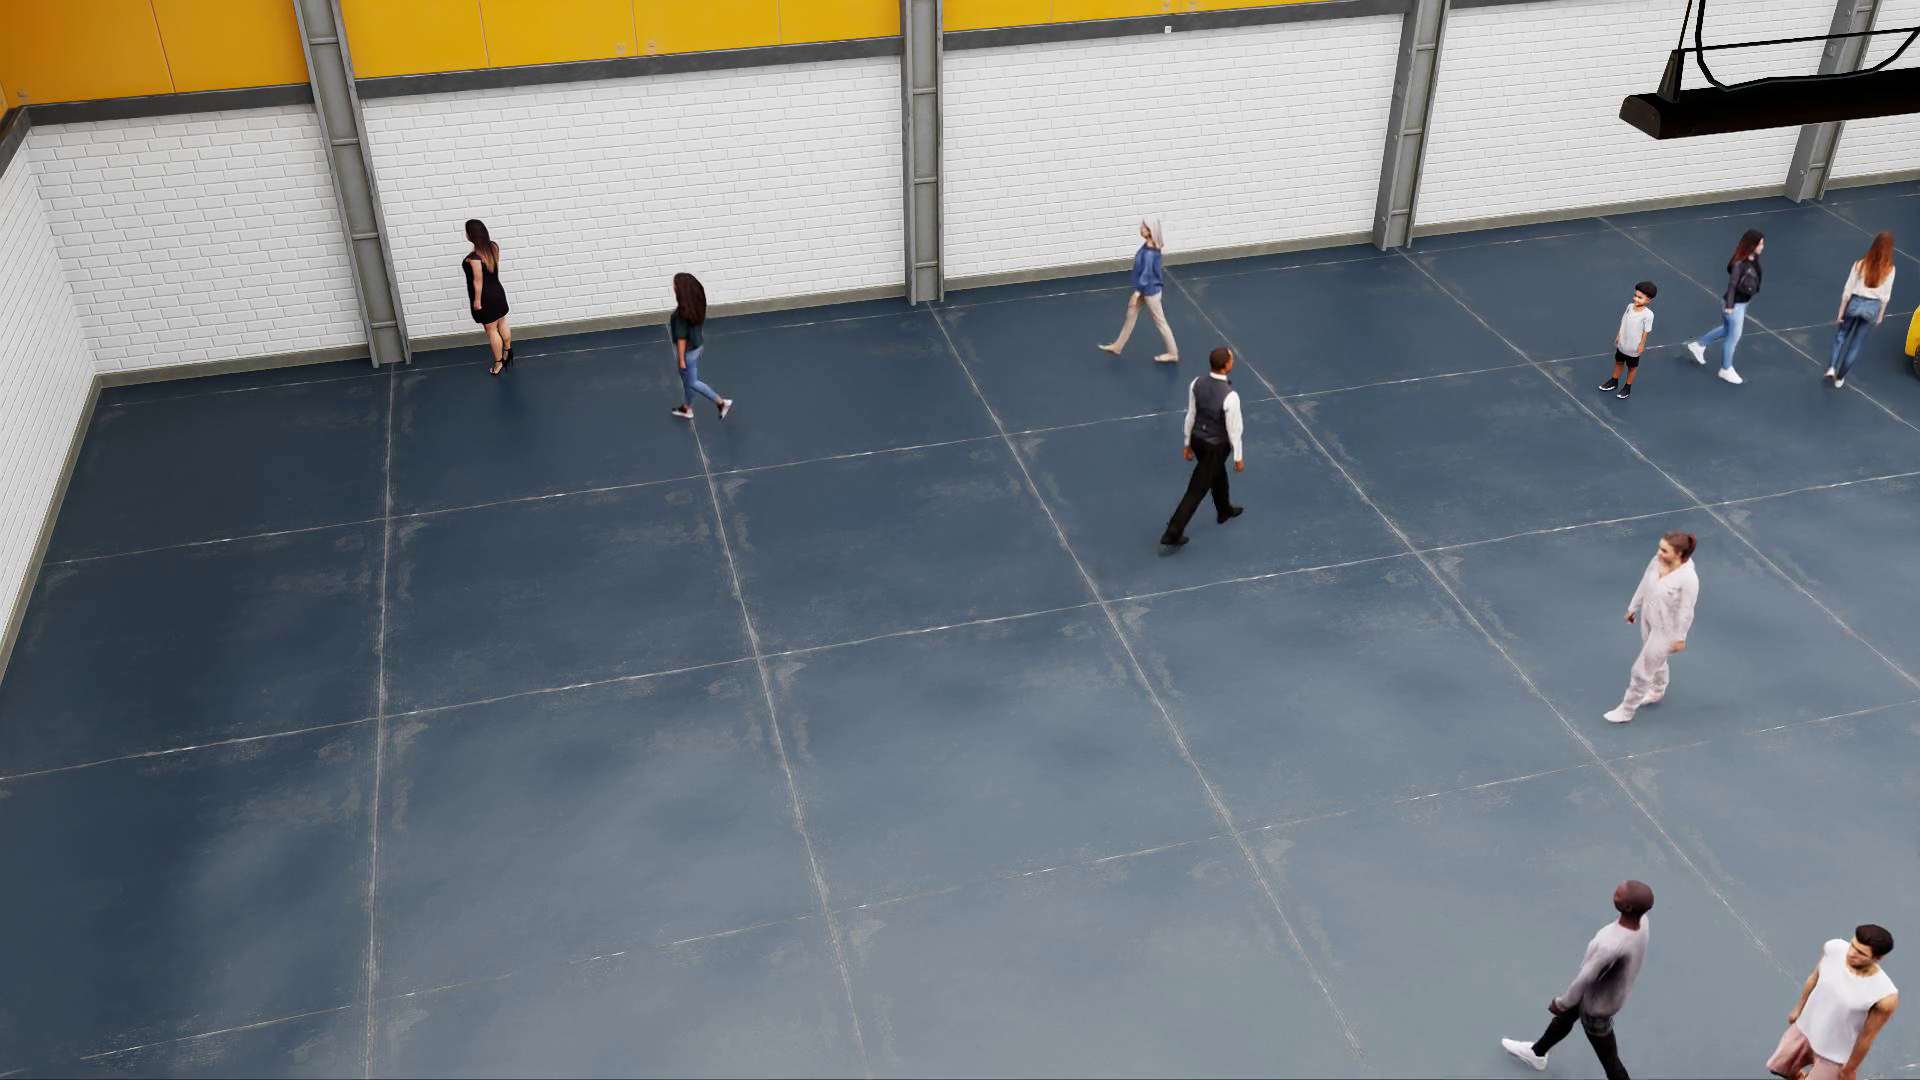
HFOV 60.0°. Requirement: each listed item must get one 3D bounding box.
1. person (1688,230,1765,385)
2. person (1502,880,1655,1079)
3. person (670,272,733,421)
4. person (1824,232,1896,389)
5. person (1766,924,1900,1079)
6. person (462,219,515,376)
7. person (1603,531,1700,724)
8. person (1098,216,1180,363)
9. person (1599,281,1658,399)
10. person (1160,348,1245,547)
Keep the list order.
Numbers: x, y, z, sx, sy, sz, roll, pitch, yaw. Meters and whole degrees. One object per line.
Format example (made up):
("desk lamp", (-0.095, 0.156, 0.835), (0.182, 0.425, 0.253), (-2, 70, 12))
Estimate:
("person", (8.115, -2.497, 17.505), (0.969, 1.621, 0.978), (27, 42, 34))
("person", (3.779, 2.699, 9.582), (1.127, 1.737, 1.160), (24, 41, 32))
("person", (-2.635, -1.885, 16.605), (1.033, 1.597, 0.890), (11, 35, 16))
("person", (9.307, -2.342, 17.182), (0.722, 1.719, 0.778), (21, 39, 28))
("person", (4.984, 2.791, 9.405), (0.728, 1.781, 0.662), (-10, 35, -15))
("person", (-4.962, -2.565, 17.519), (0.760, 1.717, 0.757), (7, 34, 11))
("person", (5.461, 0.638, 12.750), (0.839, 1.663, 0.644), (-8, 34, -11))
("person", (2.088, -2.607, 17.645), (1.202, 1.648, 0.923), (5, 34, 7))
("person", (6.966, -2.096, 17.226), (0.584, 1.262, 0.554), (-21, 39, -28))
("person", (2.148, -0.765, 14.679), (1.402, 1.864, 1.038), (-23, 40, -30))
